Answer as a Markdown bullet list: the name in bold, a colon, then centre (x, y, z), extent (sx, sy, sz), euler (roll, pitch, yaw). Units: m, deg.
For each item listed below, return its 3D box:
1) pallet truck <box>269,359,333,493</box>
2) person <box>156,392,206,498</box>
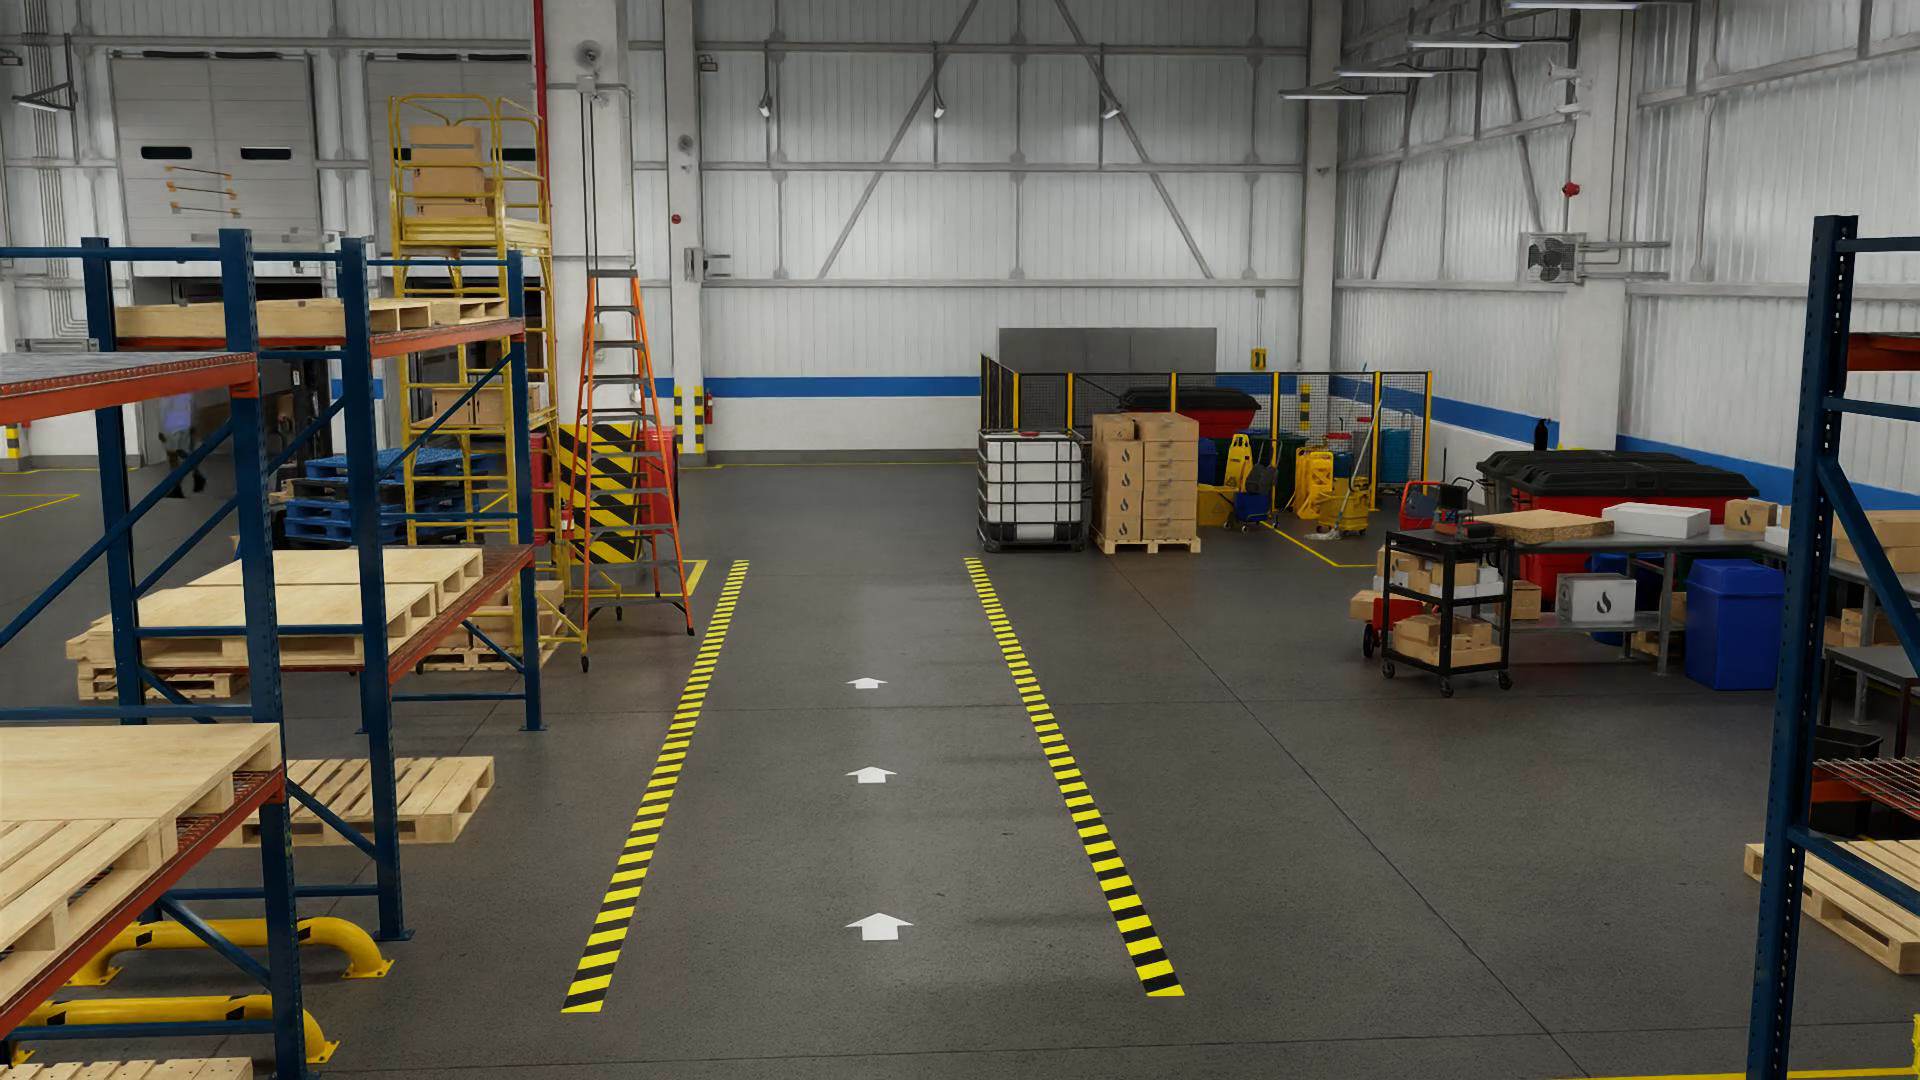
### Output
- **pallet truck**: centre (-7.062, -1.131, 18.996), extent (1.885, 1.965, 0.823), euler (2, 9, 13)
- **person**: centre (-10.084, -1.484, 21.435), extent (0.508, 1.926, 0.567), euler (4, 10, 21)
